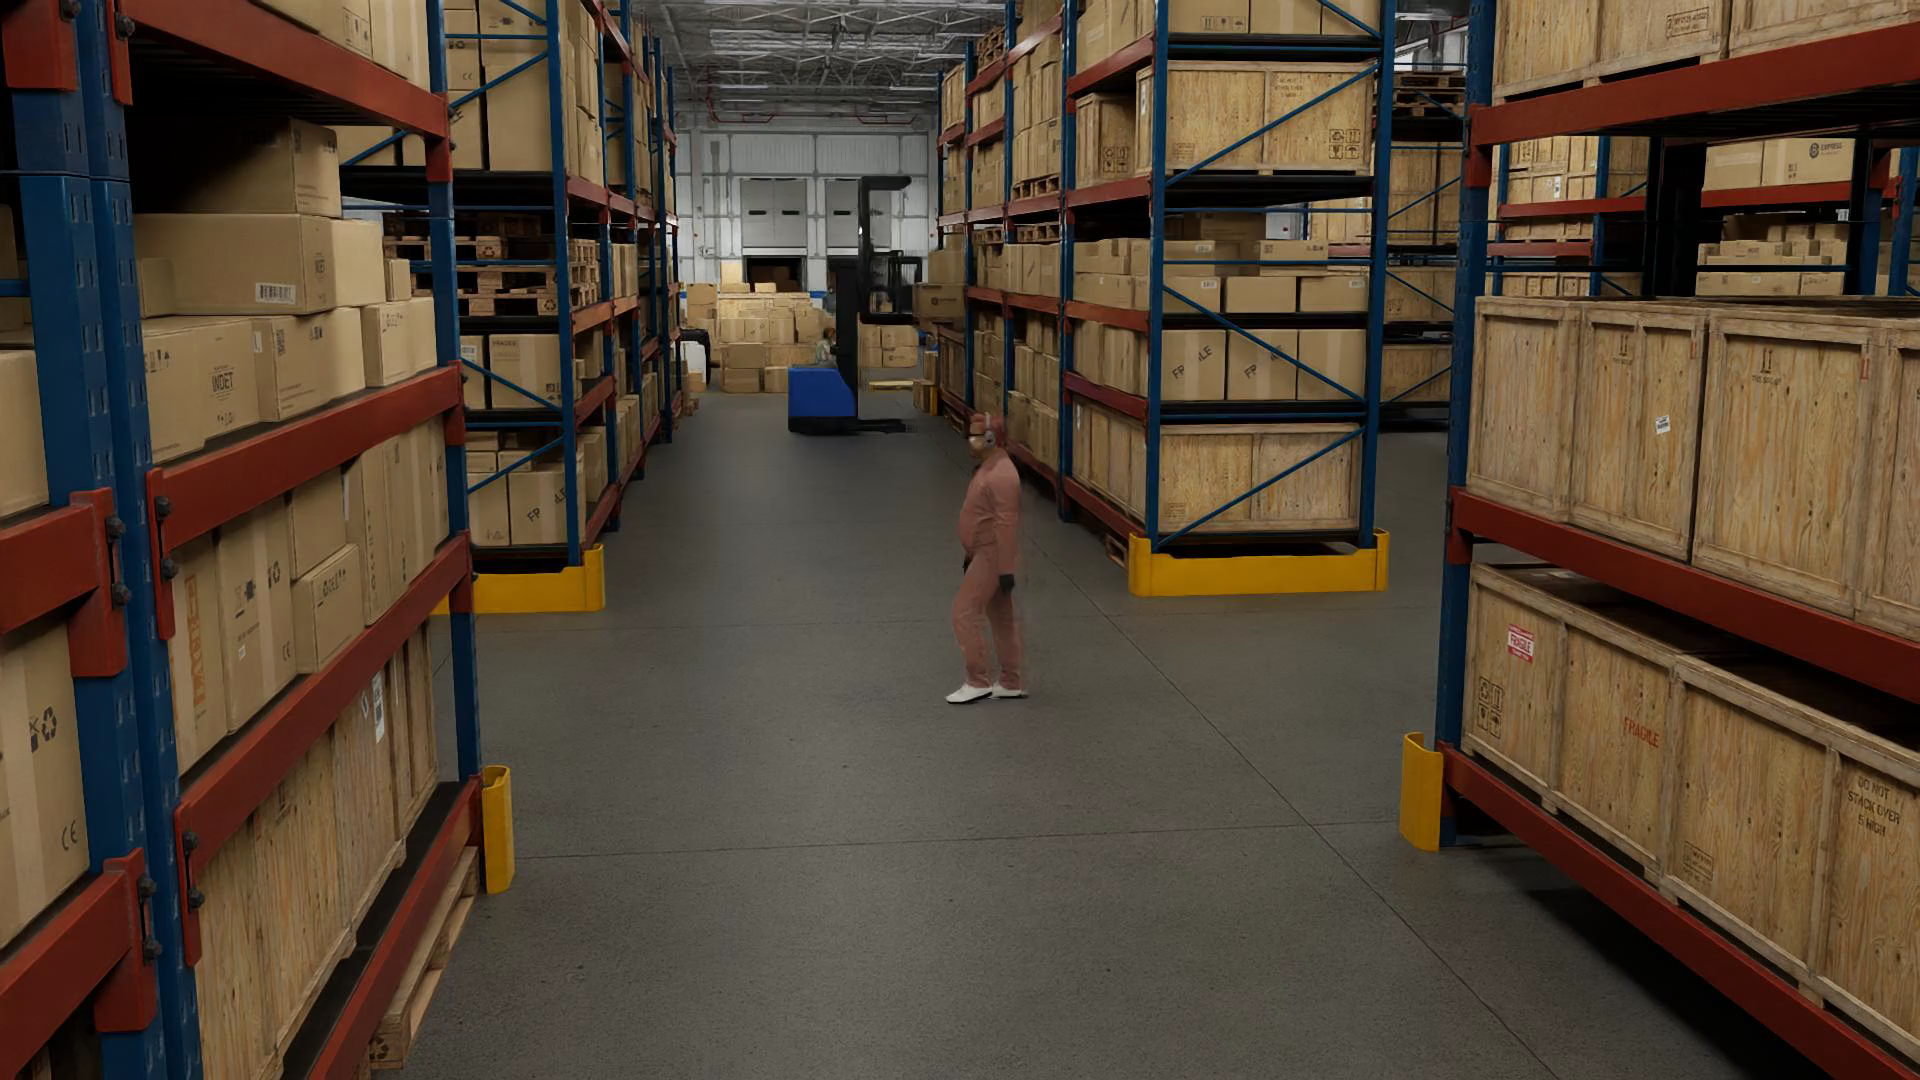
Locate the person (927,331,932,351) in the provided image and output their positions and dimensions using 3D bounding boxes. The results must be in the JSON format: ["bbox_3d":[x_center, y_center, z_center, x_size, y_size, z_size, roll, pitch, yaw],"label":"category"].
[{"bbox_3d":[-0.716,-6.379,48.520,0.583,1.904,0.908,-4,11,-23],"label":"person"}]

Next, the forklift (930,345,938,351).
[{"bbox_3d":[0.327,-4.295,33.572,1.129,2.768,1.873,7,12,37],"label":"forklift"}]

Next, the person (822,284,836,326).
[{"bbox_3d":[-4.210,-7.455,54.739,0.638,1.932,0.362,-1,10,-7],"label":"person"}]

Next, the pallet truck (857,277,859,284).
[{"bbox_3d":[-3.782,-9.391,65.808,1.885,1.965,0.823,2,10,10],"label":"pallet truck"}]

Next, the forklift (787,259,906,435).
[{"bbox_3d":[-1.860,-3.149,26.901,1.873,2.768,1.129,-1,10,-7],"label":"forklift"}]

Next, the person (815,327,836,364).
[{"bbox_3d":[-2.266,-2.957,29.469,0.819,1.599,0.530,9,14,44],"label":"person"}]

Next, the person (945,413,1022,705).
[{"bbox_3d":[0.113,0.122,10.735,0.663,1.881,0.664,0,10,-1],"label":"person"}]

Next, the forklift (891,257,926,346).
[{"bbox_3d":[-1.692,-7.555,52.548,1.129,2.768,1.873,-1,10,-7],"label":"forklift"}]
